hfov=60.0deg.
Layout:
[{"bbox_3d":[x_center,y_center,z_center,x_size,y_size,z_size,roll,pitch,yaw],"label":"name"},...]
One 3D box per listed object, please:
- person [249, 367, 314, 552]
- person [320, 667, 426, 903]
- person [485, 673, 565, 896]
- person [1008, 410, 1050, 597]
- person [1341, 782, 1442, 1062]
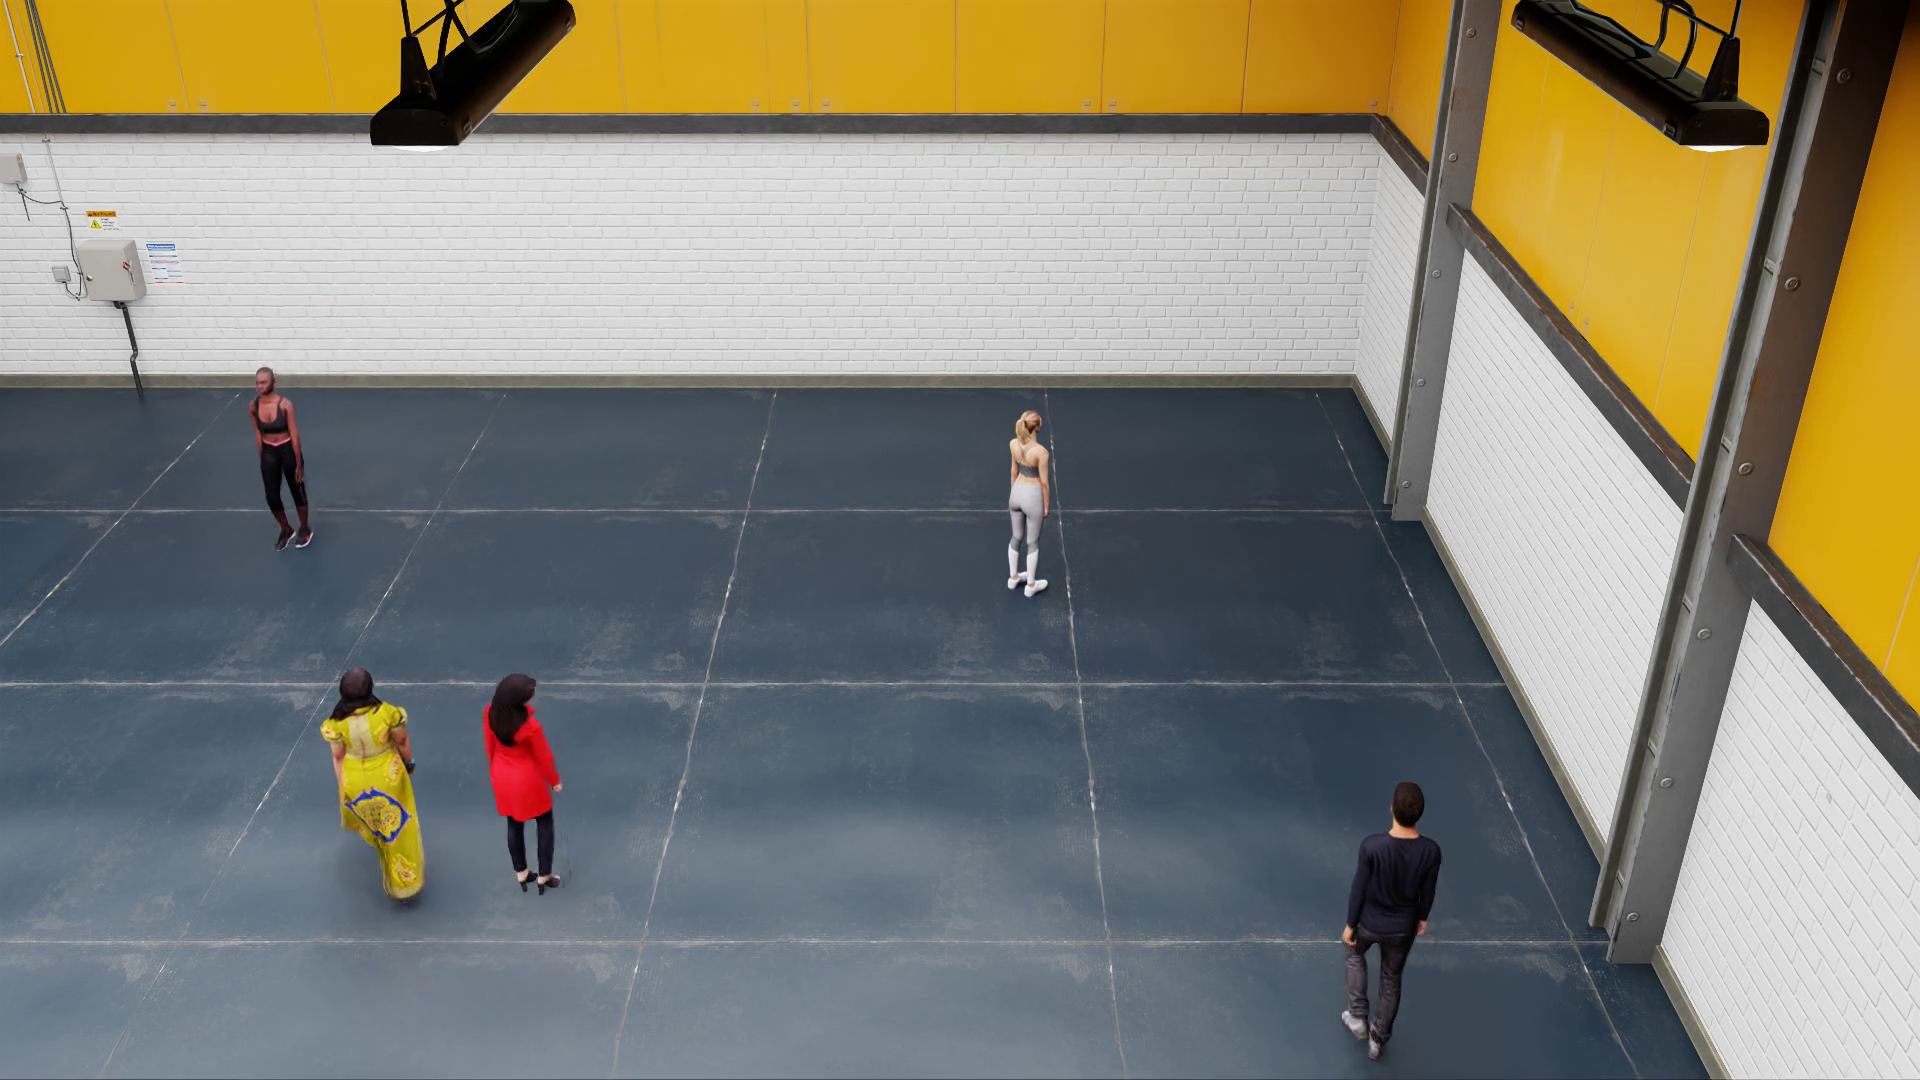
[{"bbox_3d":[-6.094,-0.782,15.074,0.583,1.747,0.630,-1,29,-2],"label":"person"},{"bbox_3d":[-3.789,1.627,10.801,0.985,1.611,1.298,-8,30,-14],"label":"person"},{"bbox_3d":[-2.836,1.568,10.786,0.710,1.729,0.694,3,29,6],"label":"person"},{"bbox_3d":[0.570,-0.330,14.293,0.638,1.703,0.680,19,34,31],"label":"person"},{"bbox_3d":[2.431,2.234,9.434,0.667,1.854,0.639,2,29,3],"label":"person"}]
